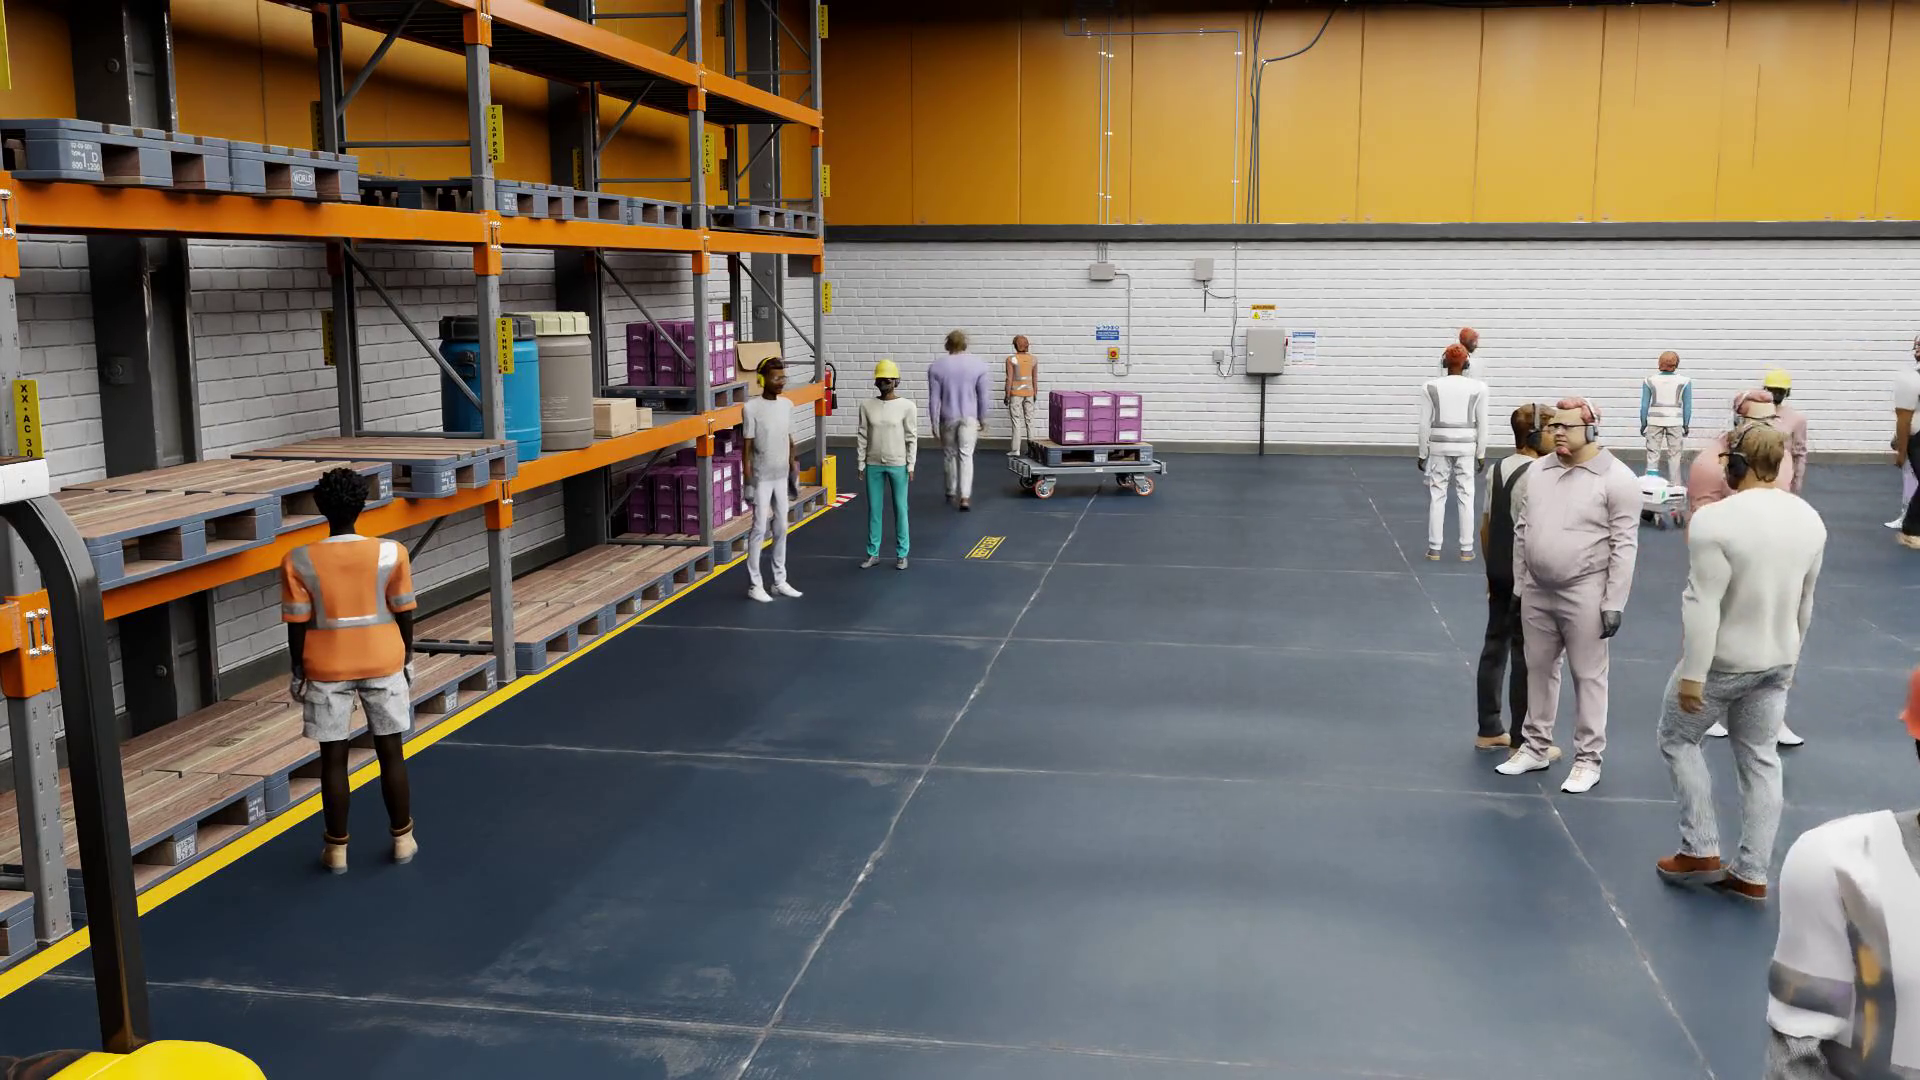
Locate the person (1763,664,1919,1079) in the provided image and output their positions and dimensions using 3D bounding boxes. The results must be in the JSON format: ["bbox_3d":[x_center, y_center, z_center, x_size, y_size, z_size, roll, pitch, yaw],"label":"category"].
[{"bbox_3d":[1.643,1.097,2.808,0.551,1.937,0.366,2,9,11],"label":"person"}]

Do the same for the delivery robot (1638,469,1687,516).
[{"bbox_3d":[6.780,-0.455,16.336,0.477,0.478,0.707,-3,10,-21],"label":"delivery robot"}]

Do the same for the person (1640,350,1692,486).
[{"bbox_3d":[7.672,-1.236,18.098,0.513,1.642,0.313,5,10,26],"label":"person"}]

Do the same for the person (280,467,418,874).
[{"bbox_3d":[-2.531,0.545,6.943,0.529,1.697,0.321,-4,10,-23],"label":"person"}]

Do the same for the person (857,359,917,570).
[{"bbox_3d":[-0.617,-0.629,13.965,0.525,1.772,0.308,2,9,14],"label":"person"}]

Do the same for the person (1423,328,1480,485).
[{"bbox_3d":[5.738,-1.525,19.216,0.398,1.854,0.620,-5,10,-26],"label":"person"}]

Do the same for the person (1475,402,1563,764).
[{"bbox_3d":[2.869,0.218,8.516,0.346,1.842,0.505,-4,10,-21],"label":"person"}]

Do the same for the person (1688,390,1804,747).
[{"bbox_3d":[4.180,0.157,8.770,0.672,1.880,0.755,-3,10,-16],"label":"person"}]

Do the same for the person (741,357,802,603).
[{"bbox_3d":[-1.433,-0.458,12.650,0.328,1.861,0.541,8,12,42],"label":"person"}]

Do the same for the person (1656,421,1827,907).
[{"bbox_3d":[3.075,0.480,6.646,0.661,1.920,0.581,-3,10,-17],"label":"person"}]

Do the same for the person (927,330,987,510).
[{"bbox_3d":[-0.028,-1.274,17.616,0.632,1.891,1.064,0,9,1],"label":"person"}]

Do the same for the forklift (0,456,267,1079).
[{"bbox_3d":[-2.328,0.975,2.765,2.313,2.155,1.214,1,9,9],"label":"forklift"}]

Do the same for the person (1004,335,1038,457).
[{"bbox_3d":[0.823,-1.939,22.441,0.525,1.639,0.307,-6,11,-31],"label":"person"}]

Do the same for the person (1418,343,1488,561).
[{"bbox_3d":[4.253,-0.752,14.376,0.576,1.882,0.362,3,10,17],"label":"person"}]

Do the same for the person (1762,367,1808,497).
[{"bbox_3d":[6.456,-0.519,13.315,0.555,1.756,0.575,4,10,22],"label":"person"}]

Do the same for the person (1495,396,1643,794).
[{"bbox_3d":[2.937,0.258,8.072,0.407,1.908,0.641,-6,11,-35],"label":"person"}]

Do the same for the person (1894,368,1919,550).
[{"bbox_3d":[8.626,-0.872,14.625,0.690,2.000,1.012,-2,9,-10],"label":"person"}]

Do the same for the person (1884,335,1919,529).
[{"bbox_3d":[9.304,-1.044,16.117,0.638,1.903,0.406,-3,10,-18],"label":"person"}]
